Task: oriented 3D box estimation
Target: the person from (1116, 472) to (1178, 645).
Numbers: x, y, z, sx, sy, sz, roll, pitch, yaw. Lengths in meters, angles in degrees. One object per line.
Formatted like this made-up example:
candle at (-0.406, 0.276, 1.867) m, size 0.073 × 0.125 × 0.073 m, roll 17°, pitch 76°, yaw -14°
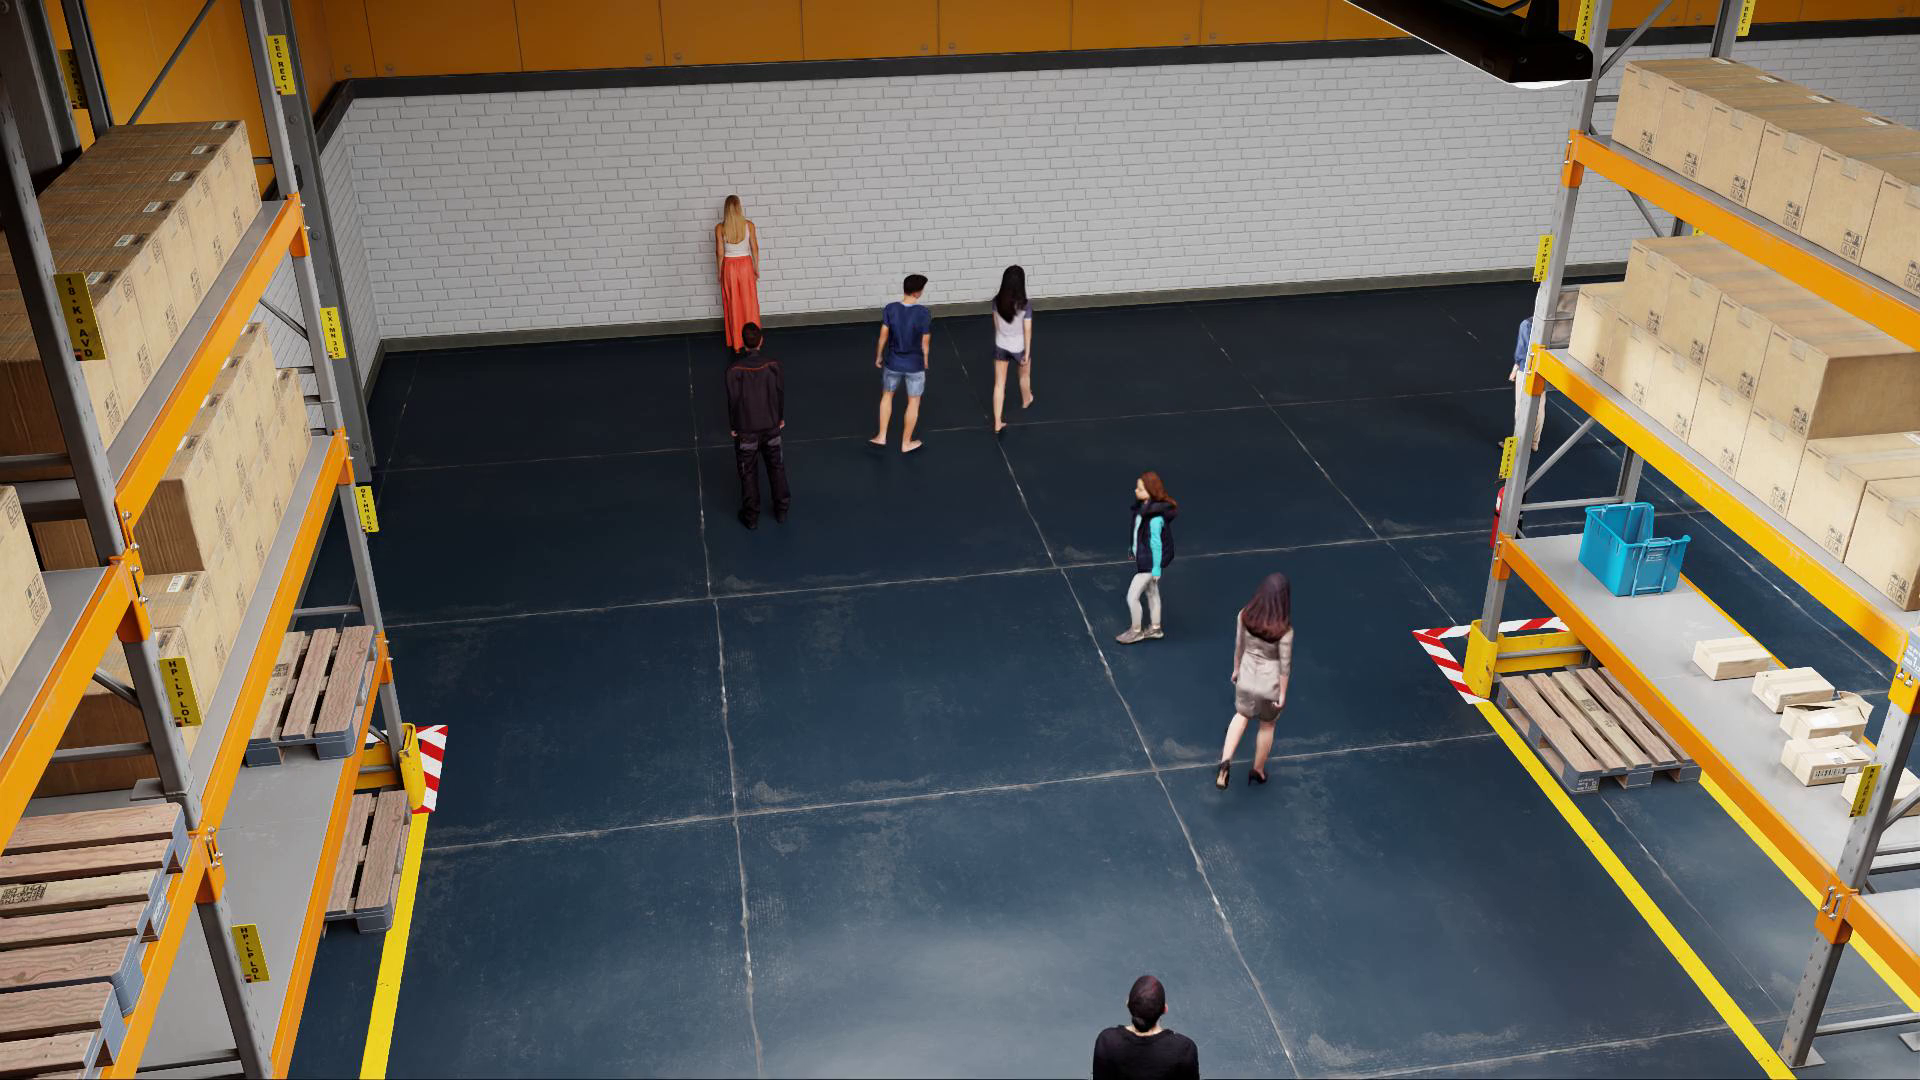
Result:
person at (1.556, 0.141, 13.154) m, size 0.660 × 1.488 × 0.619 m, roll -3°, pitch 29°, yaw -5°

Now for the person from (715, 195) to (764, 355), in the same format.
person at (-2.469, -2.958, 18.507) m, size 0.631 × 1.802 × 0.588 m, roll -3°, pitch 29°, yaw -6°

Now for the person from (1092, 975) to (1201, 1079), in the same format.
person at (0.862, 2.878, 7.903) m, size 0.987 × 1.713 × 1.224 m, roll 8°, pitch 30°, yaw 15°

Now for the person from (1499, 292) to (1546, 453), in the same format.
person at (5.597, -1.656, 16.230) m, size 0.655 × 1.697 × 0.618 m, roll -10°, pitch 30°, yaw -18°

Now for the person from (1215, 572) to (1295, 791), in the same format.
person at (1.994, 1.019, 11.288) m, size 0.911 × 1.734 × 0.958 m, roll 21°, pitch 35°, yaw 33°

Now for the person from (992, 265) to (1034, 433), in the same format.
person at (0.475, -1.887, 16.700) m, size 0.965 × 1.653 × 1.200 m, roll 10°, pitch 30°, yaw 18°

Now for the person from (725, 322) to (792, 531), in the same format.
person at (-1.810, -1.021, 14.843) m, size 0.734 × 1.911 × 0.647 m, roll -11°, pitch 30°, yaw -19°

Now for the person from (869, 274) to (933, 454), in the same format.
person at (-0.558, -1.713, 16.208) m, size 0.877 × 1.819 × 0.781 m, roll 1°, pitch 29°, yaw 2°
